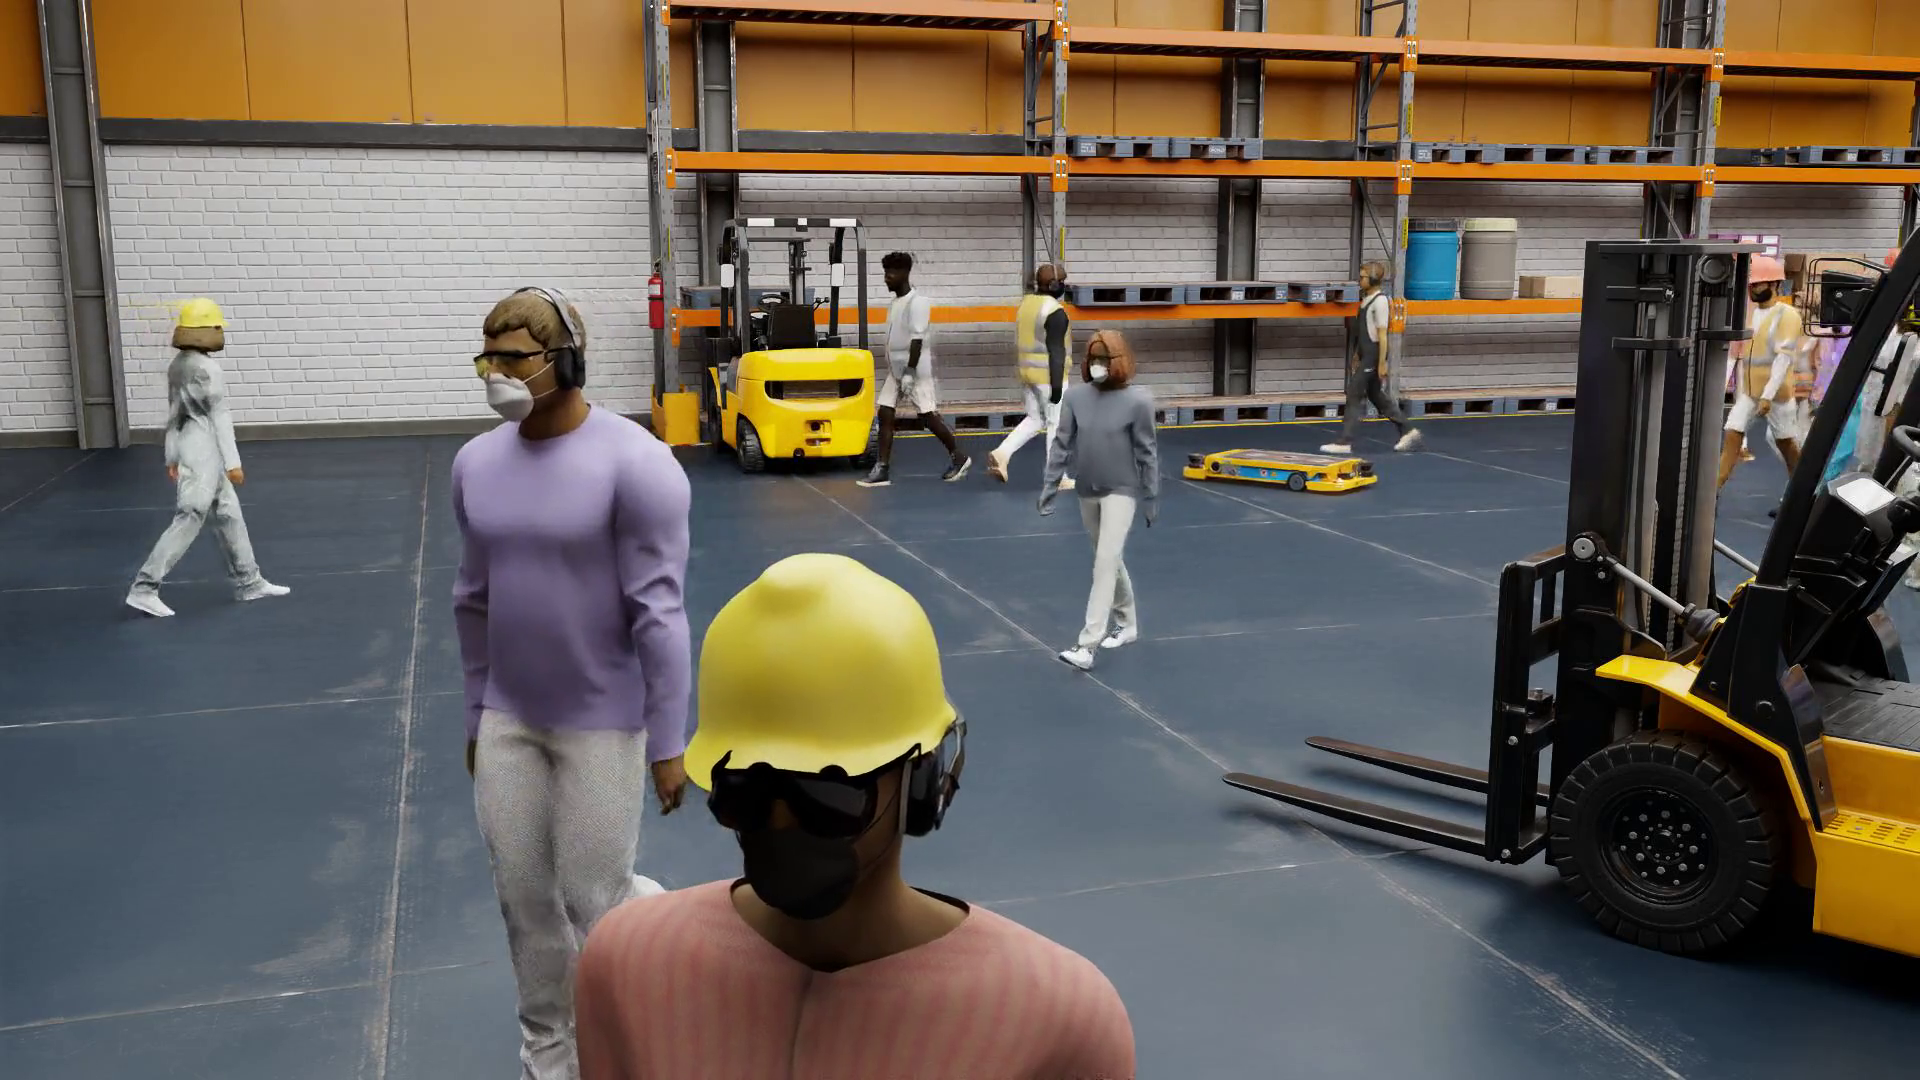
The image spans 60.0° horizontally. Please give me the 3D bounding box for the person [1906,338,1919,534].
[{"bbox_3d":[6.457,-0.878,11.023,0.551,1.822,0.920,1,10,7],"label":"person"}]

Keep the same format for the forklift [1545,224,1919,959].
[{"bbox_3d":[2.909,0.117,4.508,2.313,2.155,1.214,9,14,40],"label":"forklift"}]

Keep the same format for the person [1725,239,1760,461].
[{"bbox_3d":[7.016,-1.702,15.023,0.610,1.996,0.378,0,10,1],"label":"person"}]

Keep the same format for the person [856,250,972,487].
[{"bbox_3d":[-0.363,-1.397,13.574,0.975,1.923,0.593,-6,12,-31],"label":"person"}]

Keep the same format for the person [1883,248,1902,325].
[{"bbox_3d":[8.541,-1.700,15.234,0.568,1.911,0.579,-1,10,-6],"label":"person"}]

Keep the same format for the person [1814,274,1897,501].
[{"bbox_3d":[6.054,-0.892,11.177,0.989,1.787,0.590,1,10,7],"label":"person"}]

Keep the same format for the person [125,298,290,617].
[{"bbox_3d":[-4.139,-0.452,8.988,0.888,1.700,0.497,-10,14,-44],"label":"person"}]

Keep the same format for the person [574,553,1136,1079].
[{"bbox_3d":[-0.111,0.879,1.508,0.523,1.769,0.324,2,11,12],"label":"person"}]

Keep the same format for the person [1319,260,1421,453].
[{"bbox_3d":[3.889,-1.702,15.549,0.918,1.816,0.525,1,10,3],"label":"person"}]

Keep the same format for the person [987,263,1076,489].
[{"bbox_3d":[0.612,-1.289,13.242,0.673,1.821,0.635,-6,12,-28],"label":"person"}]

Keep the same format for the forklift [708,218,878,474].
[{"bbox_3d":[-1.522,-1.778,14.899,1.214,2.155,2.313,-3,11,-17],"label":"forklift"}]

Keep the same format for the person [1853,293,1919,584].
[{"bbox_3d":[4.724,-0.389,8.307,0.961,1.817,0.551,2,11,12],"label":"person"}]

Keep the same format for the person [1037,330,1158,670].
[{"bbox_3d":[0.666,-0.200,7.924,0.515,1.587,0.869,8,13,39],"label":"person"}]

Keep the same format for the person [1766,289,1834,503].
[{"bbox_3d":[6.372,-1.080,12.597,0.375,1.622,0.535,-1,10,-6],"label":"person"}]

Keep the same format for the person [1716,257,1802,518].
[{"bbox_3d":[5.689,-1.062,11.853,1.052,1.875,0.551,-3,11,-15],"label":"person"}]

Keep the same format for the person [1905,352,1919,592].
[{"bbox_3d":[5.603,-0.534,9.634,0.545,1.612,0.652,3,11,15],"label":"person"}]

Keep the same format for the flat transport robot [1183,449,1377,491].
[{"bbox_3d":[2.618,-0.588,13.650,1.431,0.197,0.652,8,13,37],"label":"flat transport robot"}]

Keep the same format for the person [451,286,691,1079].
[{"bbox_3d":[-0.845,0.393,3.747,0.640,1.918,0.619,6,12,28],"label":"person"}]
